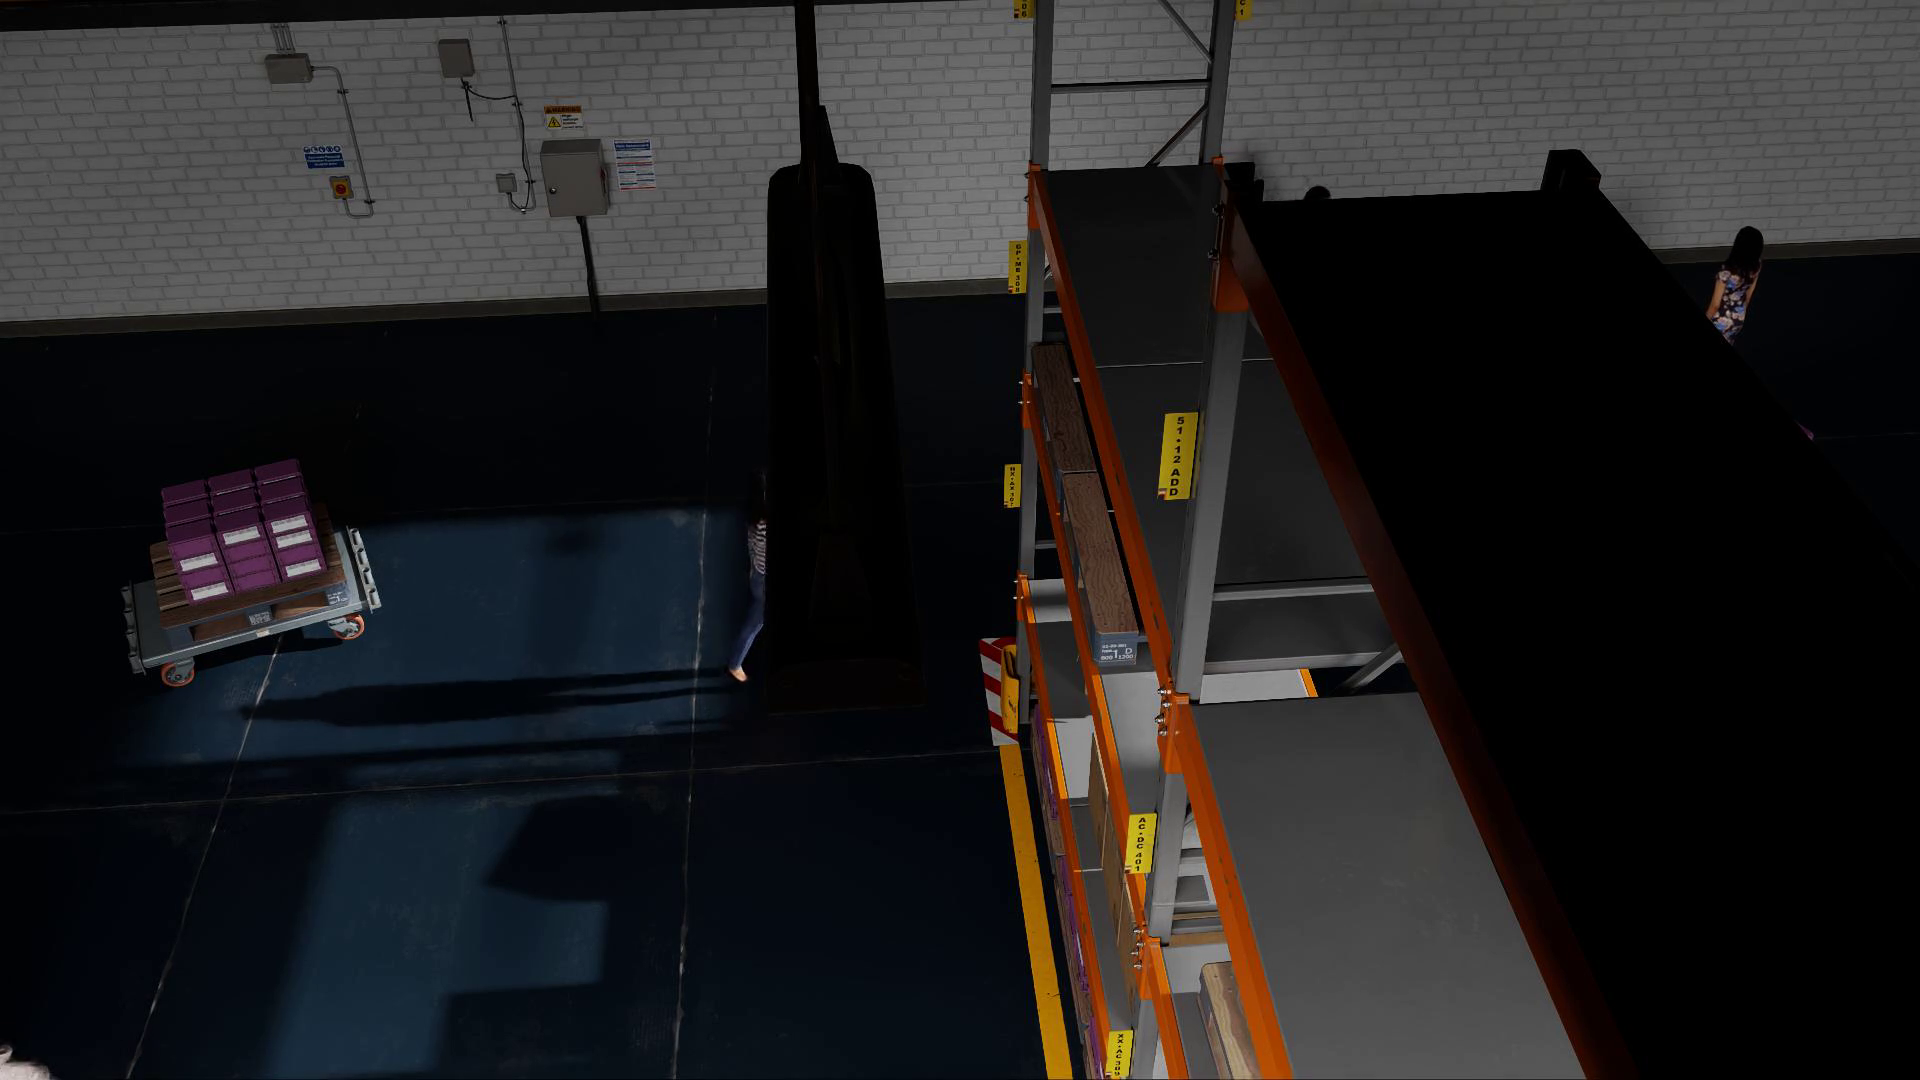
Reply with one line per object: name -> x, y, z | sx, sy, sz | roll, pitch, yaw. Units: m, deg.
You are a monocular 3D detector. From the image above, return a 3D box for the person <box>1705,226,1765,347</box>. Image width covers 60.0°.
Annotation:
person -> 6.271, -1.787, 13.700 | 0.649, 1.732, 0.600 | -14, 41, -17
